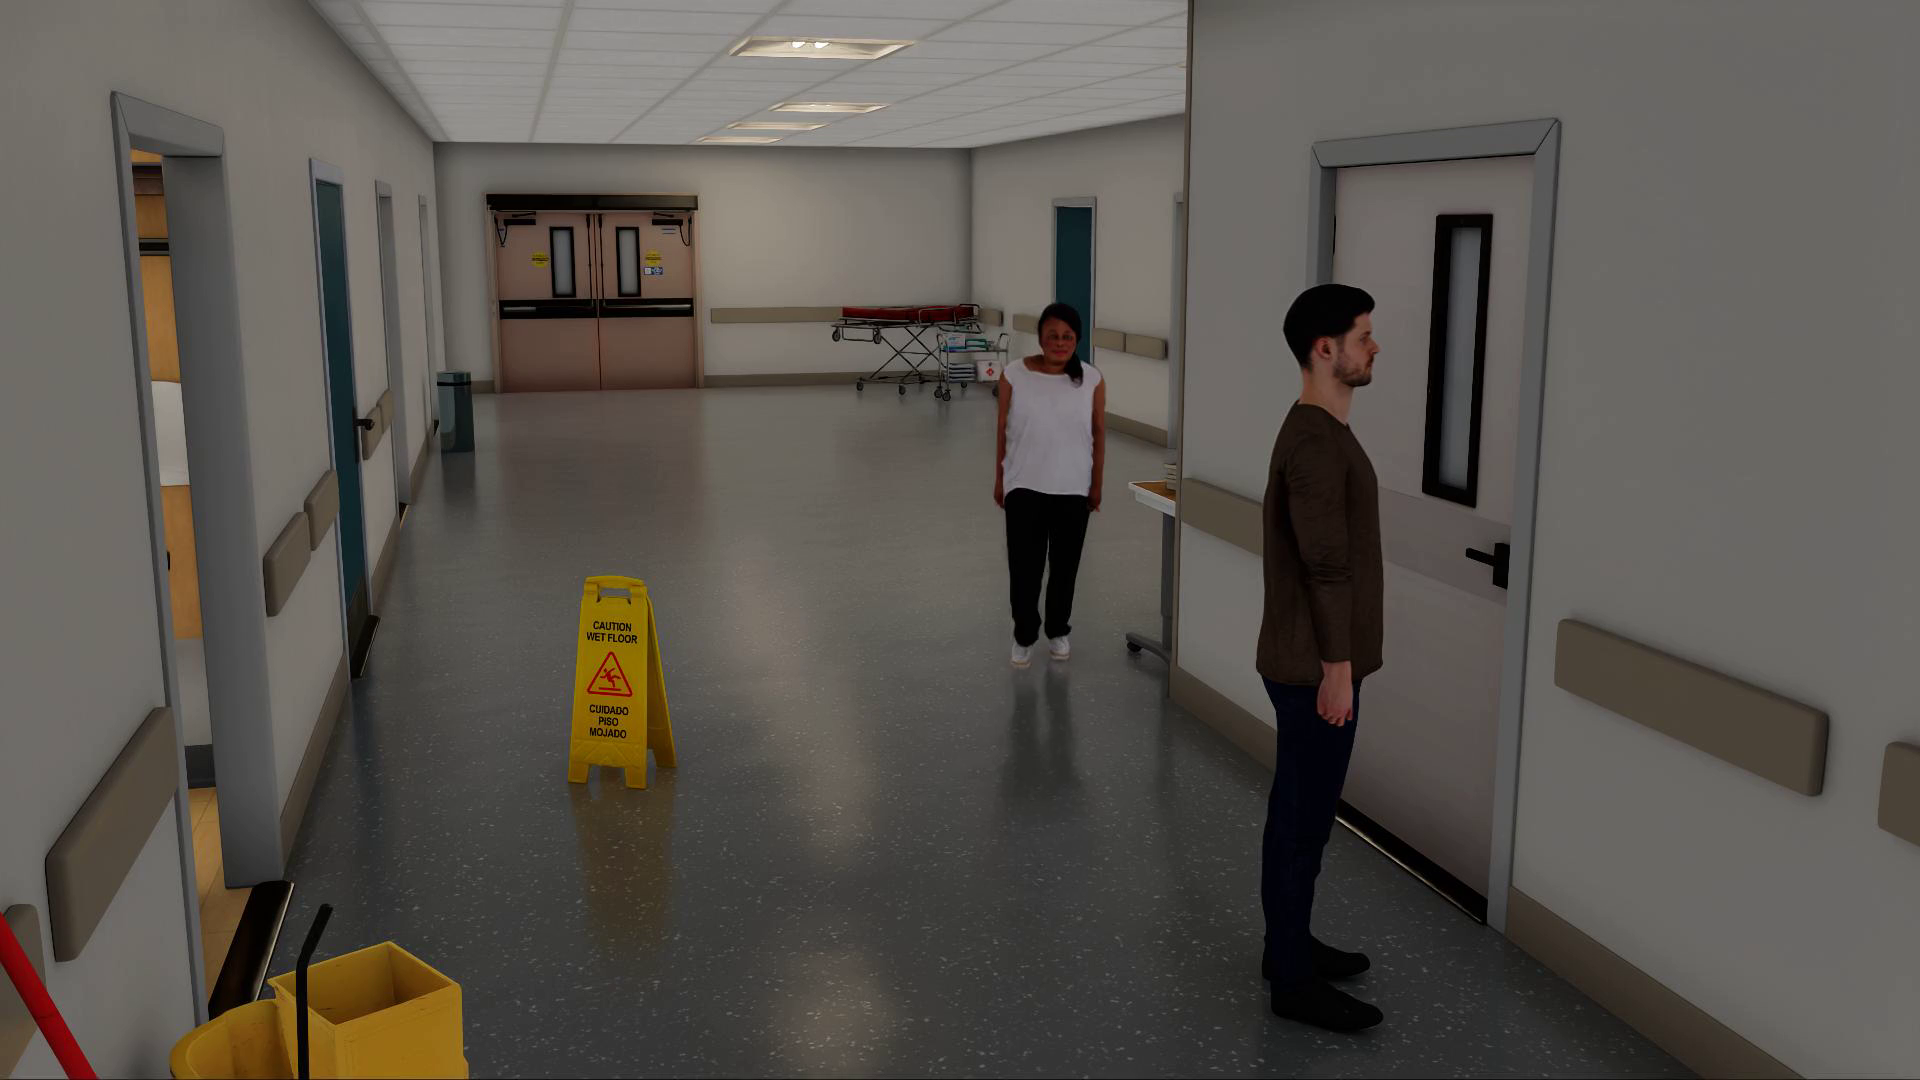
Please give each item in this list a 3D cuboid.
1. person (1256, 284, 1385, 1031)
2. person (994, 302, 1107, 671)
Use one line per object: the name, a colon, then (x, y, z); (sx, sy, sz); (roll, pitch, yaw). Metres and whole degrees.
person: (0.914, 0.289, 4.281); (0.794, 1.889, 0.660); (2, 11, 9)
person: (0.424, -0.270, 7.796); (0.765, 1.675, 0.811); (0, 11, -1)
